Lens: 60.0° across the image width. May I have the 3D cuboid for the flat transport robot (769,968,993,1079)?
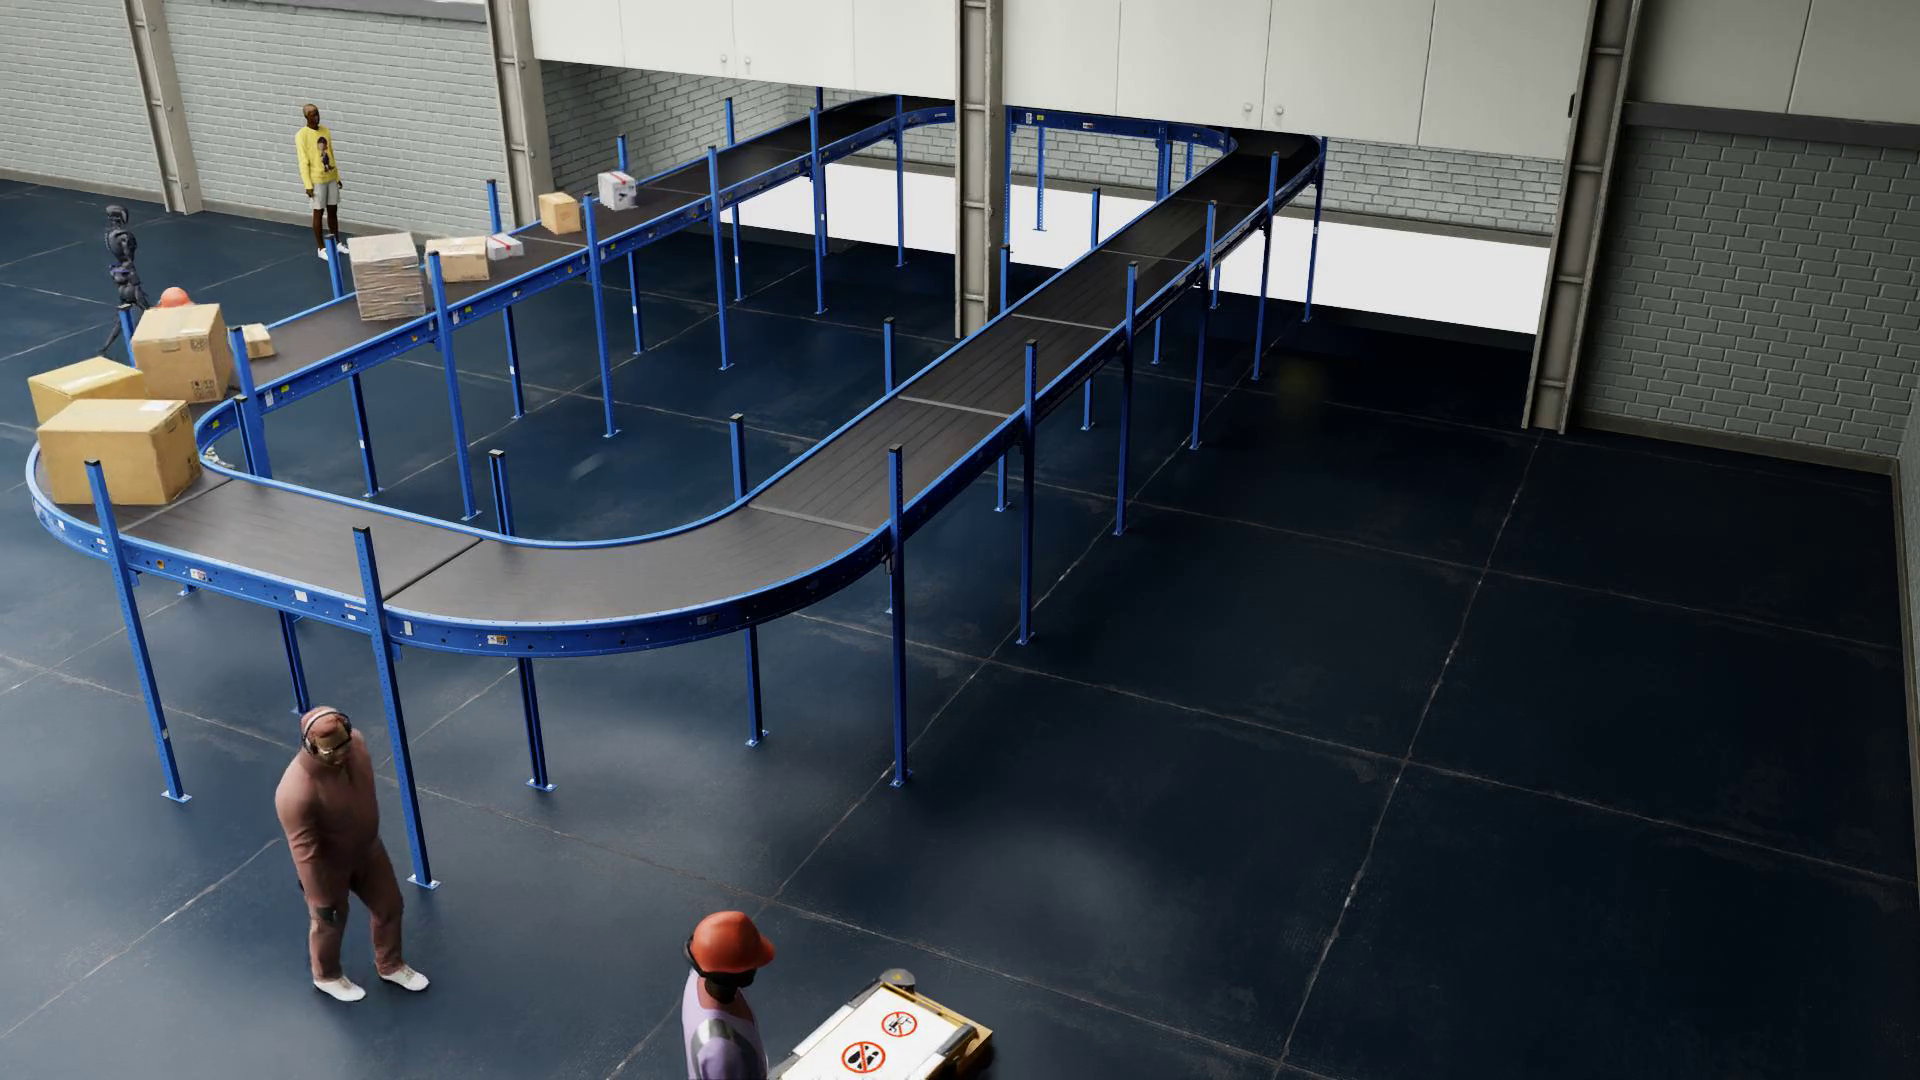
[{"bbox_3d":[-0.514,2.659,8.118,0.659,0.231,1.431,18,32,32],"label":"flat transport robot"}]

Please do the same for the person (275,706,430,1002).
[{"bbox_3d":[-3.138,1.614,8.430,0.719,1.866,0.661,10,28,19],"label":"person"}]

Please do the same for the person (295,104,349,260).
[{"bbox_3d":[-7.906,-4.442,20.594,0.370,1.898,0.555,12,29,23],"label":"person"}]

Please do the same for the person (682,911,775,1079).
[{"bbox_3d":[-0.902,2.343,6.765,0.375,2.041,0.613,-7,27,-13],"label":"person"}]

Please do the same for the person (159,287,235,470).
[{"bbox_3d":[-6.715,-1.366,14.555,0.325,1.752,0.560,4,27,8],"label":"person"}]

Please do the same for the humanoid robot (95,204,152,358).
[{"bbox_3d":[-8.752,-2.695,17.413,0.825,1.640,0.608,-18,32,-32],"label":"humanoid robot"}]
